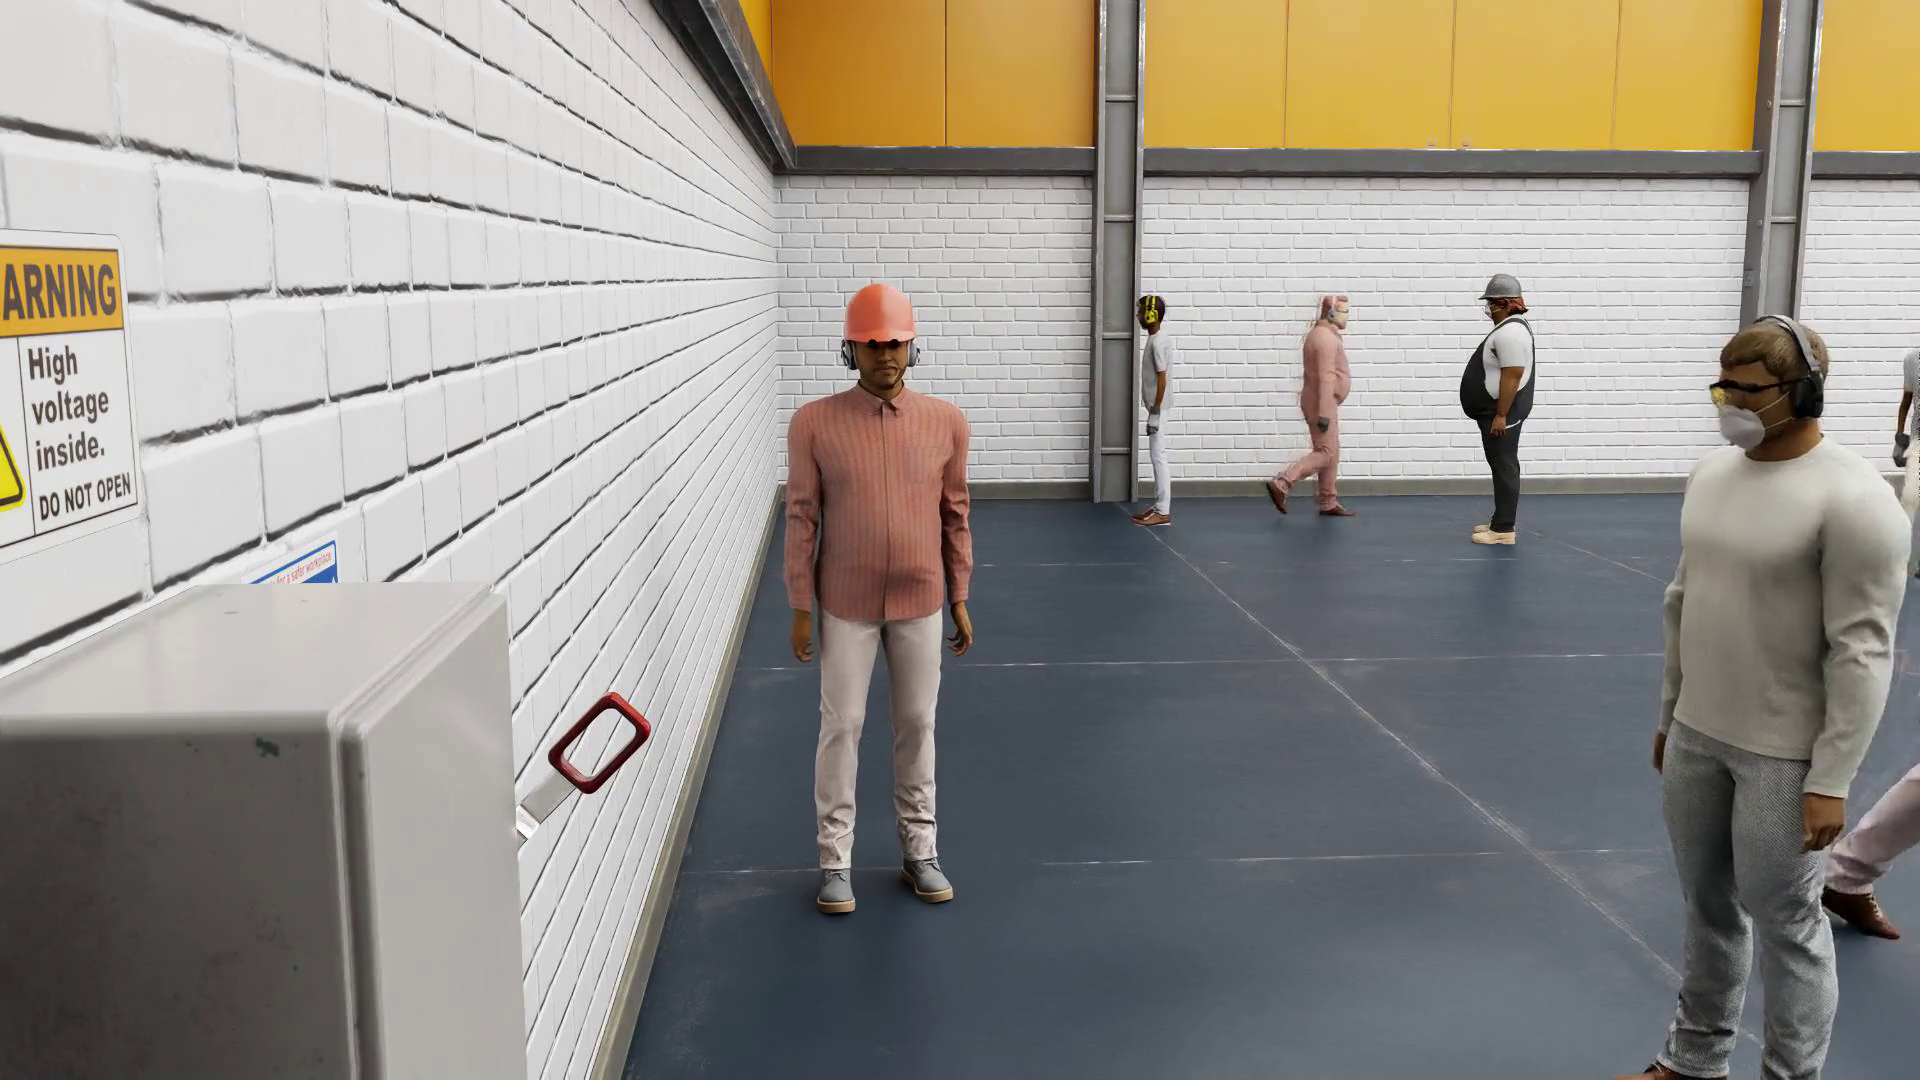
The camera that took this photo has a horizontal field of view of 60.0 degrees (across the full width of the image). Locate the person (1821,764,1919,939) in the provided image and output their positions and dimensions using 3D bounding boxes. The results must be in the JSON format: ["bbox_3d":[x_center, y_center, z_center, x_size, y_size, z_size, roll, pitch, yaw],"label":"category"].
[{"bbox_3d":[2.966,0.350,4.750,0.992,1.864,0.657,8,12,41],"label":"person"}]

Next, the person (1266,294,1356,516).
[{"bbox_3d":[2.956,-1.107,13.840,0.688,1.883,0.658,1,9,5],"label":"person"}]

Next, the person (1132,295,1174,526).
[{"bbox_3d":[1.568,-1.041,13.453,0.332,1.864,0.514,1,9,7],"label":"person"}]

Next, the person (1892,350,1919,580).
[{"bbox_3d":[6.361,-0.615,10.872,0.506,1.829,0.846,6,11,35],"label":"person"}]

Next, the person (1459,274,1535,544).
[{"bbox_3d":[4.058,-0.994,12.601,0.535,2.000,0.687,4,10,21],"label":"person"}]

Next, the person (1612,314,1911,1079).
[{"bbox_3d":[1.797,0.470,3.770,0.379,1.944,0.633,-2,9,-14],"label":"person"}]

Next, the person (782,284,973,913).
[{"bbox_3d":[-0.253,0.189,5.317,0.622,1.994,0.380,-3,9,-17],"label":"person"}]
